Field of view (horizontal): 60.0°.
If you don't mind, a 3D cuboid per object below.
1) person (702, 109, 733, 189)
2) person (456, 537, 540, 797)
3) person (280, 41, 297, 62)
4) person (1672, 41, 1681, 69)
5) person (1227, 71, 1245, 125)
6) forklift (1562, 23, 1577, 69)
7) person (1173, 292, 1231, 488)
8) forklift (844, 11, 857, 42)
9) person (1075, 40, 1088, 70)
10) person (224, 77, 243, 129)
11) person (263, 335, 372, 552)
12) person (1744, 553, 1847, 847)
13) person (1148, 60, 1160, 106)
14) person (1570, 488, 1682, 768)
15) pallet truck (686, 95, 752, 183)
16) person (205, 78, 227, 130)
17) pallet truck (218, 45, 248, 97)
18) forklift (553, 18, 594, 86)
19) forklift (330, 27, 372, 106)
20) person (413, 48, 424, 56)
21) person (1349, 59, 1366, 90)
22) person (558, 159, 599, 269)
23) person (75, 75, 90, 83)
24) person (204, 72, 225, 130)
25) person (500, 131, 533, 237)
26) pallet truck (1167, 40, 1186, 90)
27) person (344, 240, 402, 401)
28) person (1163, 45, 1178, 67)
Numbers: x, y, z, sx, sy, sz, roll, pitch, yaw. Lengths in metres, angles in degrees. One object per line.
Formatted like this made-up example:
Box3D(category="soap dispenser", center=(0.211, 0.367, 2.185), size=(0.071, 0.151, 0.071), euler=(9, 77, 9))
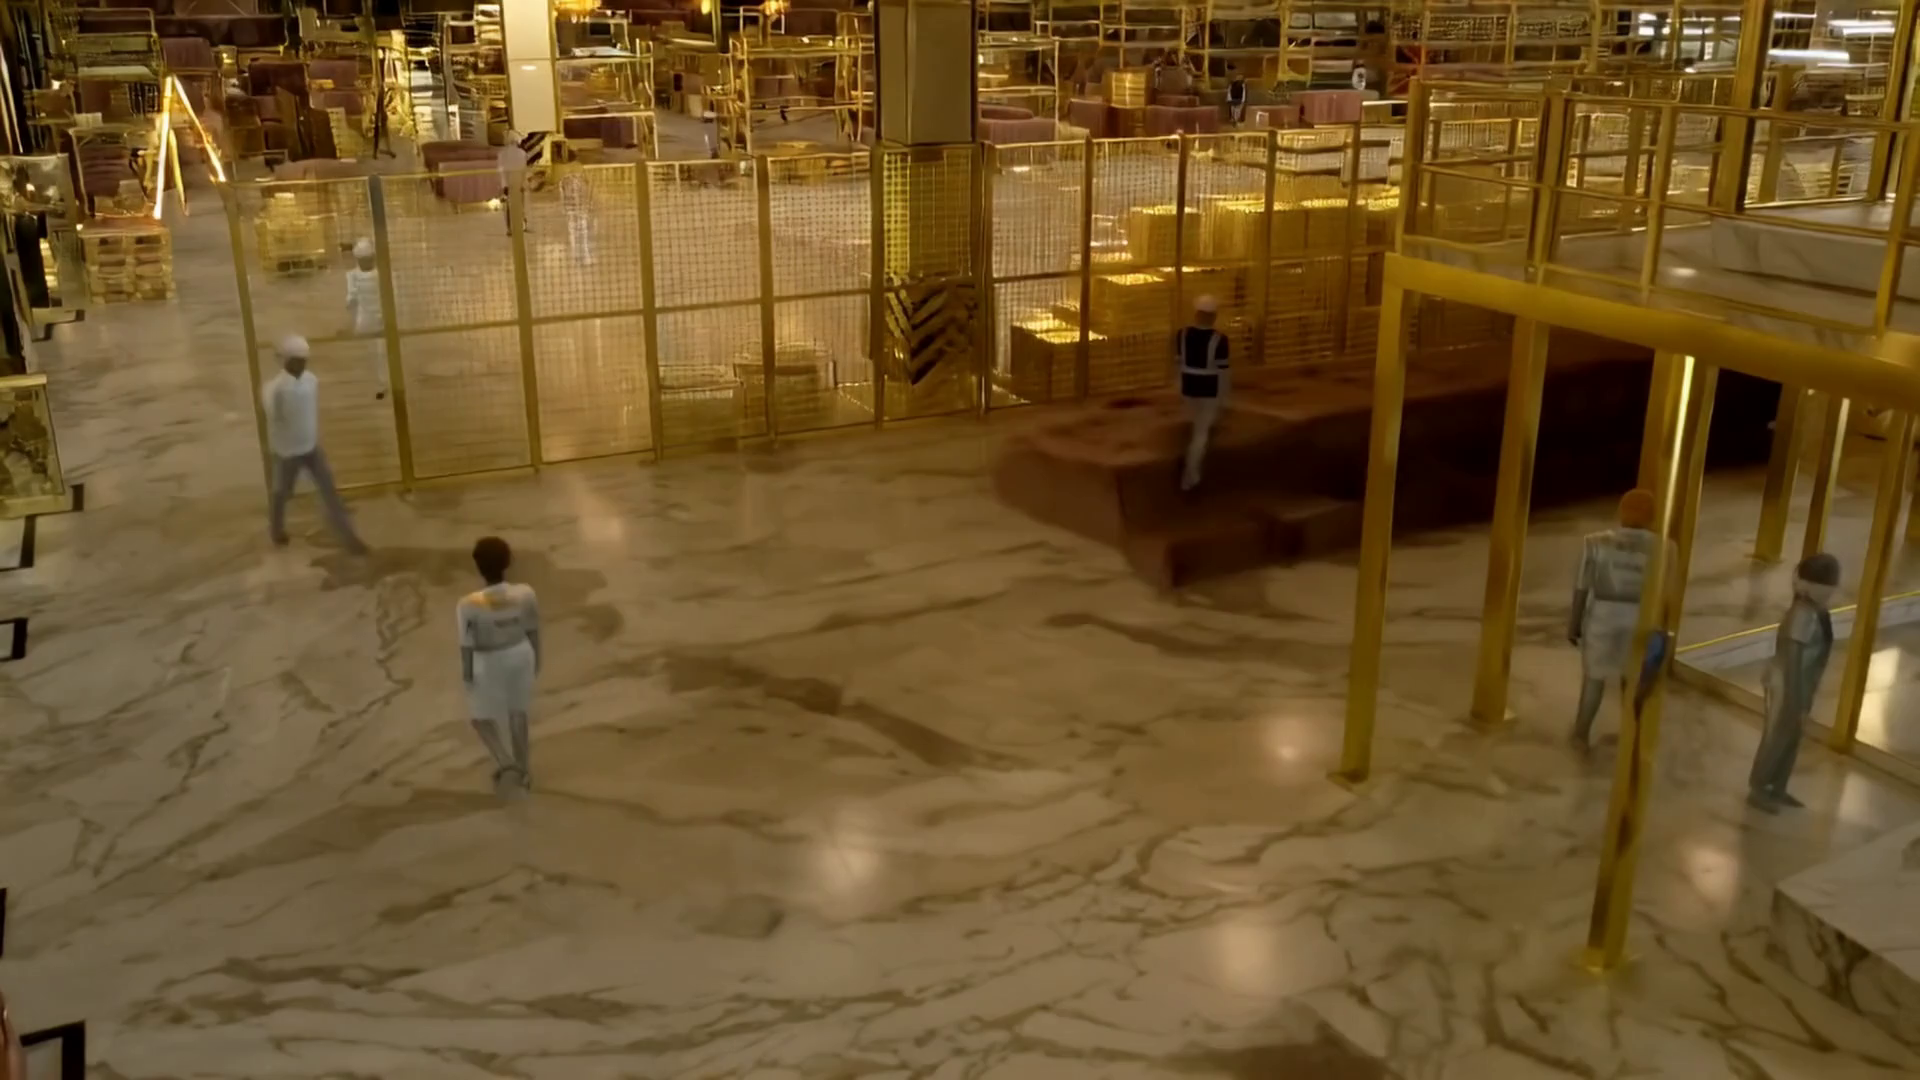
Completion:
Box3D(category="person", center=(-5.645, -8.993, 38.328), size=(0.900, 1.822, 0.574), euler=(10, 21, 26))
Box3D(category="person", center=(-2.799, 0.796, 10.157), size=(0.550, 1.683, 0.366), euler=(-17, 25, -40))
Box3D(category="person", center=(-28.530, -20.242, 70.769), size=(0.636, 1.939, 0.364), euler=(-9, 21, -25))
Box3D(category="person", center=(33.953, -23.058, 78.988), size=(0.410, 1.905, 0.641), euler=(-7, 20, -21))
Box3D(category="person", center=(8.979, -14.430, 54.296), size=(0.552, 1.677, 0.565), euler=(-2, 19, -4))
Box3D(category="forklift", center=(23.463, -19.015, 65.790), size=(1.873, 2.768, 1.129), euler=(-9, 21, -25))
Box3D(category="person", center=(2.403, -1.485, 16.428), size=(0.547, 1.917, 0.582), euler=(13, 23, 33))
Box3D(category="forklift", center=(-5.468, -25.085, 83.386), size=(1.873, 2.768, 1.129), euler=(-9, 21, -25))
Box3D(category="person", center=(5.262, -20.753, 72.319), size=(0.642, 1.895, 0.631), euler=(-9, 21, -24))
Box3D(category="person", center=(-22.141, -13.220, 50.728), size=(0.507, 1.718, 0.363), euler=(-11, 22, -28))
Box3D(category="person", center=(-5.715, -0.813, 14.454), size=(1.010, 1.941, 0.610), euler=(9, 21, 24))
Box3D(category="person", center=(4.891, 0.910, 9.716), size=(0.522, 1.768, 0.311), euler=(-17, 25, -40))
Box3D(category="person", center=(6.732, -15.463, 56.993), size=(0.807, 1.893, 0.596), euler=(2, 19, 7))
Box3D(category="person", center=(4.225, 0.558, 10.625), size=(0.634, 1.839, 0.429), euler=(9, 21, 24))
Box3D(category="pallet truck", center=(-5.836, -9.608, 39.856), size=(0.823, 1.965, 1.885), euler=(10, 22, 27))
Box3D(category="person", center=(-23.477, -13.920, 52.523), size=(0.584, 1.884, 0.349), euler=(-7, 20, -20))
Box3D(category="pallet truck", center=(-28.879, -18.665, 66.111), size=(0.823, 1.965, 1.885), euler=(-3, 19, -9))
Box3D(category="forklift", center=(-16.964, -21.175, 72.054), size=(1.873, 2.768, 1.129), euler=(-9, 21, -25))
Box3D(category="forklift", center=(-22.694, -17.278, 60.757), size=(1.873, 2.768, 1.129), euler=(-9, 21, -25))
Box3D(category="person", center=(-25.790, -23.138, 79.166), size=(0.542, 1.938, 0.357), euler=(-1, 19, -4))
Box3D(category="person", center=(13.745, -15.653, 57.554), size=(0.563, 1.885, 0.987), euler=(-9, 21, -24))
Box3D(category="person", center=(-6.466, -5.534, 28.282), size=(0.626, 1.844, 0.429), euler=(4, 20, 12))
Box3D(category="person", center=(-32.024, -16.639, 60.814), size=(0.529, 1.613, 0.754), euler=(-13, 23, -33))
Box3D(category="person", center=(-23.173, -13.584, 51.621), size=(0.551, 1.833, 0.531), euler=(-16, 25, -39))
Box3D(category="person", center=(-8.454, -6.776, 31.686), size=(0.423, 1.981, 0.626), euler=(12, 22, 30))
Box3D(category="pallet truck", center=(9.045, -19.971, 69.895), size=(0.823, 1.965, 1.885), euler=(-3, 19, -8))
Box3D(category="person", center=(-6.924, -2.585, 19.616), size=(0.620, 1.911, 0.425), euler=(1, 19, 1))
Box3D(category="person", center=(8.459, -18.930, 66.941), size=(0.603, 1.951, 0.640), euler=(-1, 19, -3))
